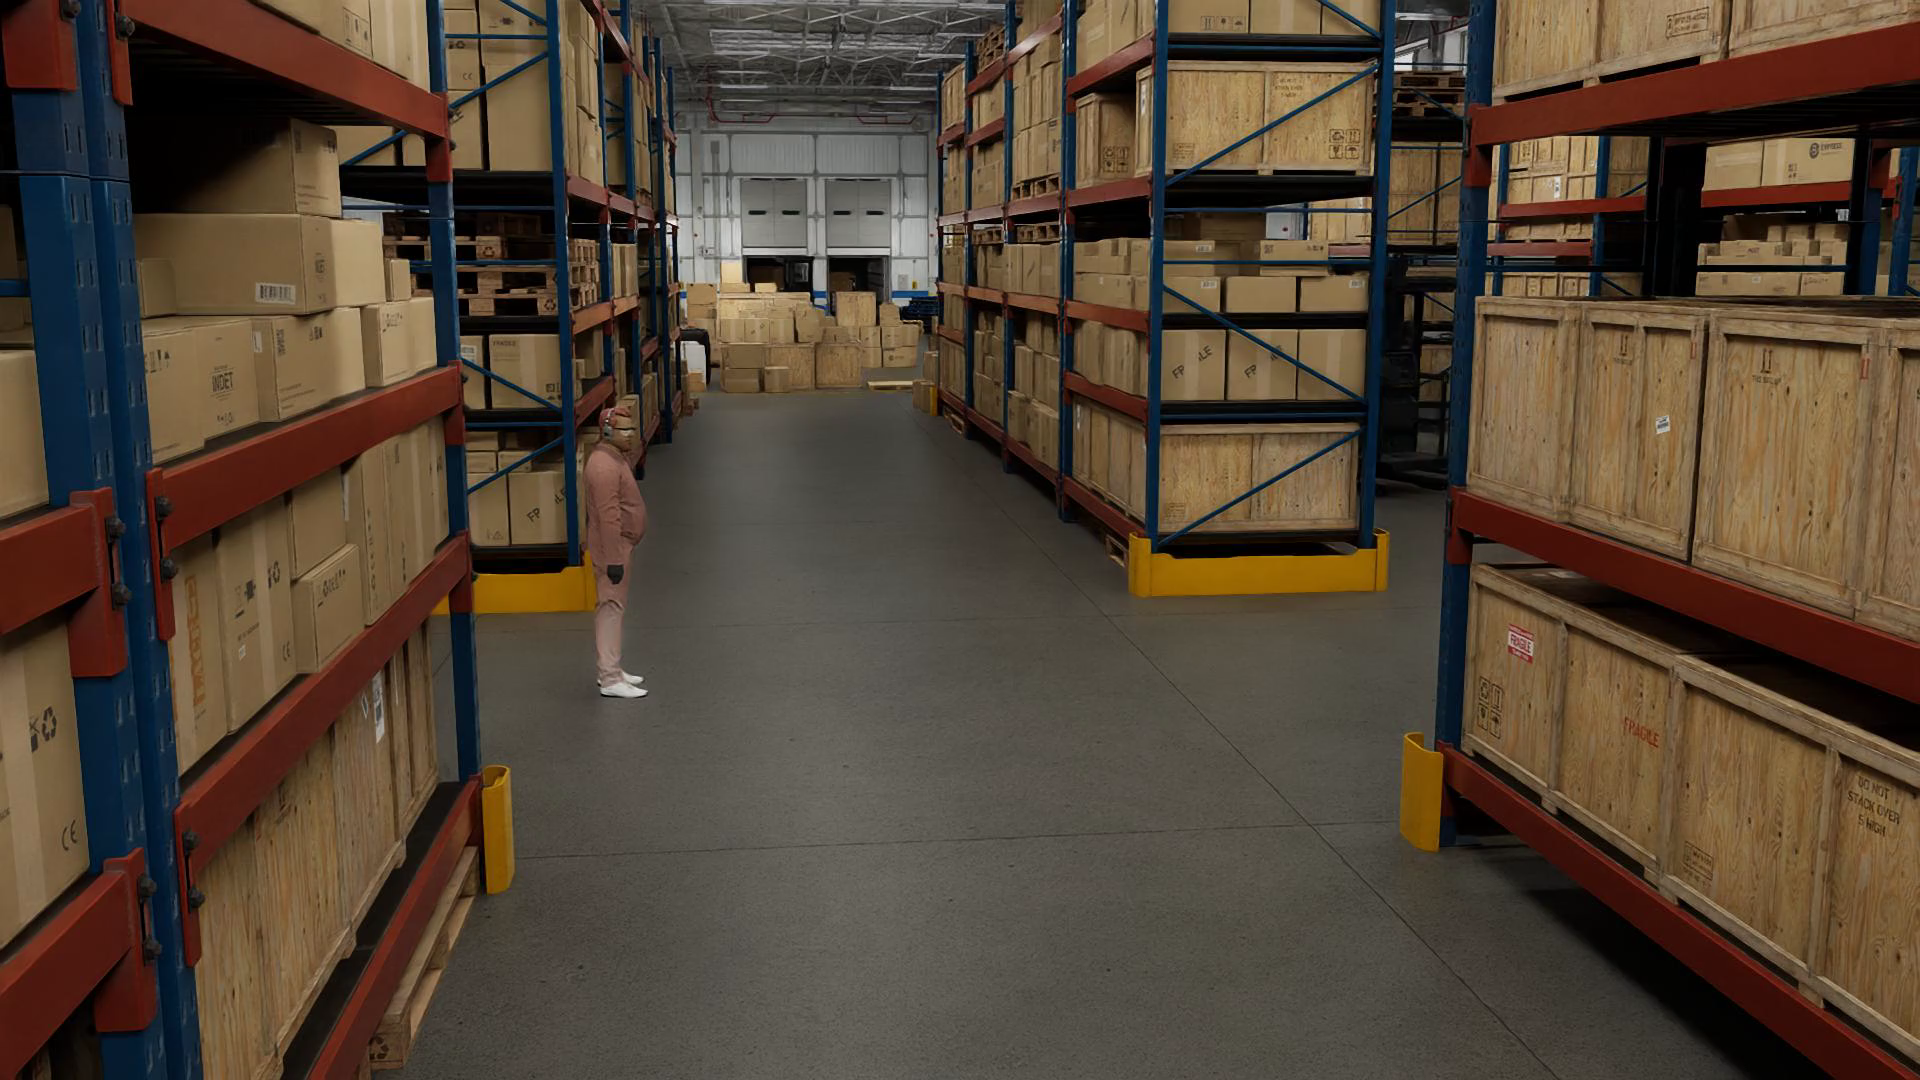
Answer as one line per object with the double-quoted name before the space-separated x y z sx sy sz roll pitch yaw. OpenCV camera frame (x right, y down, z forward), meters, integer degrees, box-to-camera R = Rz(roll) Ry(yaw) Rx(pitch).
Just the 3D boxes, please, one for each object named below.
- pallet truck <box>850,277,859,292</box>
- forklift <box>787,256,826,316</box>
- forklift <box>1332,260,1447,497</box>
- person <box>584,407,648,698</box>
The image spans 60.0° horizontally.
"pallet truck" -3.782 -9.391 65.808 1.885 1.965 0.823 2 10 10
"forklift" -5.659 -8.722 59.345 1.129 2.768 1.873 -6 12 -33
"forklift" 4.999 -2.049 20.495 1.129 2.768 1.873 -5 11 -27
"person" -2.257 0.075 10.970 0.399 1.905 0.642 -2 10 -12
